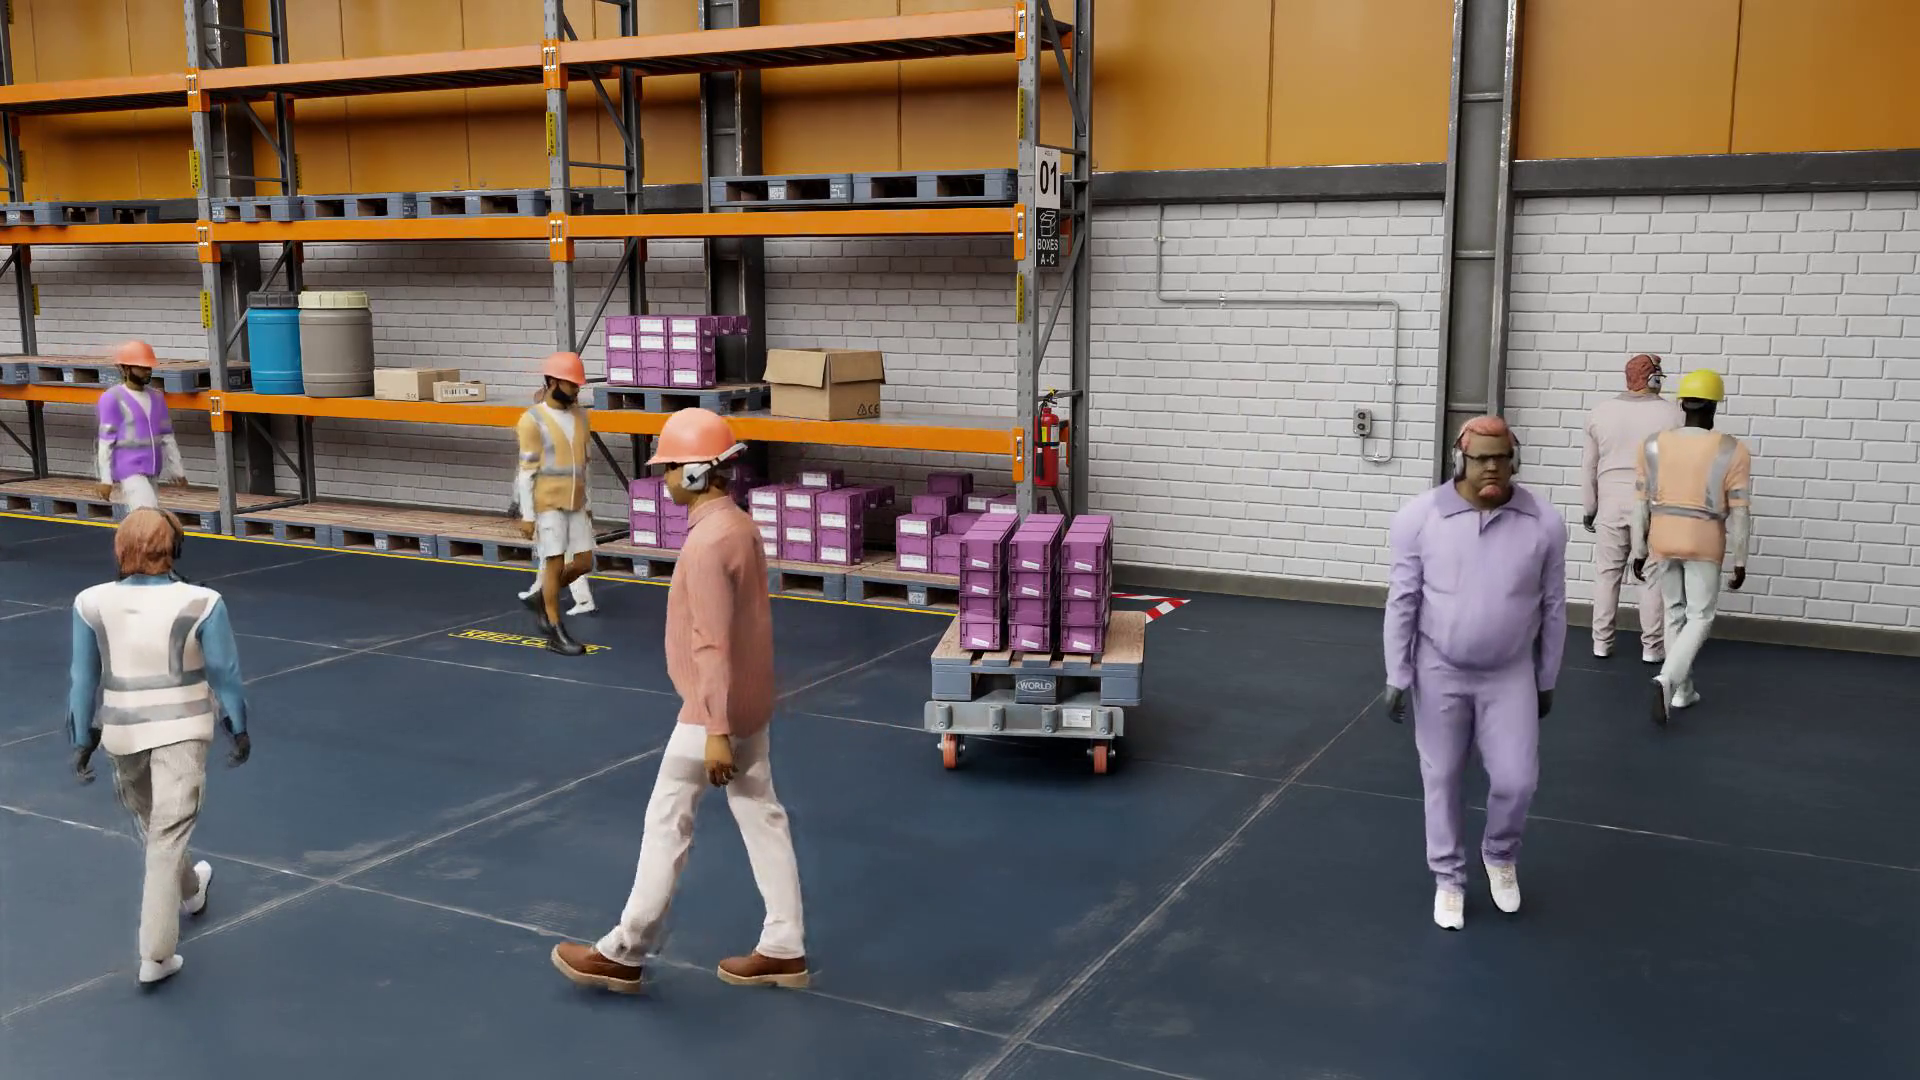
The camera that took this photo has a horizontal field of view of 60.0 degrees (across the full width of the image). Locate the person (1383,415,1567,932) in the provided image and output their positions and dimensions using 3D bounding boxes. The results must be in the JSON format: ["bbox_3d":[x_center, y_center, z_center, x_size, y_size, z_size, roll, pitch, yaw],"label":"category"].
[{"bbox_3d":[1.876,0.488,6.086,0.651,1.893,0.431,2,9,12],"label":"person"}]

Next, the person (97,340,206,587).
[{"bbox_3d":[-5.875,-0.496,12.139,0.930,1.896,0.574,3,10,16],"label":"person"}]

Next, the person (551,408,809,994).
[{"bbox_3d":[-0.931,0.544,5.541,0.932,1.954,0.663,1,9,8],"label":"person"}]

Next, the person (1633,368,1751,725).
[{"bbox_3d":[3.879,0.033,8.891,0.597,1.900,0.834,9,13,43],"label":"person"}]

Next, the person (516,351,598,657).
[{"bbox_3d":[-2.556,-0.233,10.466,0.552,1.914,0.565,7,11,35],"label":"person"}]

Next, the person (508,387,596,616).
[{"bbox_3d":[-2.862,-0.271,11.692,0.851,1.594,0.524,5,11,30],"label":"person"}]

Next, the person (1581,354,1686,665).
[{"bbox_3d":[4.163,-0.191,10.249,0.643,1.905,0.399,7,11,37],"label":"person"}]

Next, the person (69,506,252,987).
[{"bbox_3d":[-2.767,0.673,5.832,0.542,1.590,0.864,-1,9,-3],"label":"person"}]
